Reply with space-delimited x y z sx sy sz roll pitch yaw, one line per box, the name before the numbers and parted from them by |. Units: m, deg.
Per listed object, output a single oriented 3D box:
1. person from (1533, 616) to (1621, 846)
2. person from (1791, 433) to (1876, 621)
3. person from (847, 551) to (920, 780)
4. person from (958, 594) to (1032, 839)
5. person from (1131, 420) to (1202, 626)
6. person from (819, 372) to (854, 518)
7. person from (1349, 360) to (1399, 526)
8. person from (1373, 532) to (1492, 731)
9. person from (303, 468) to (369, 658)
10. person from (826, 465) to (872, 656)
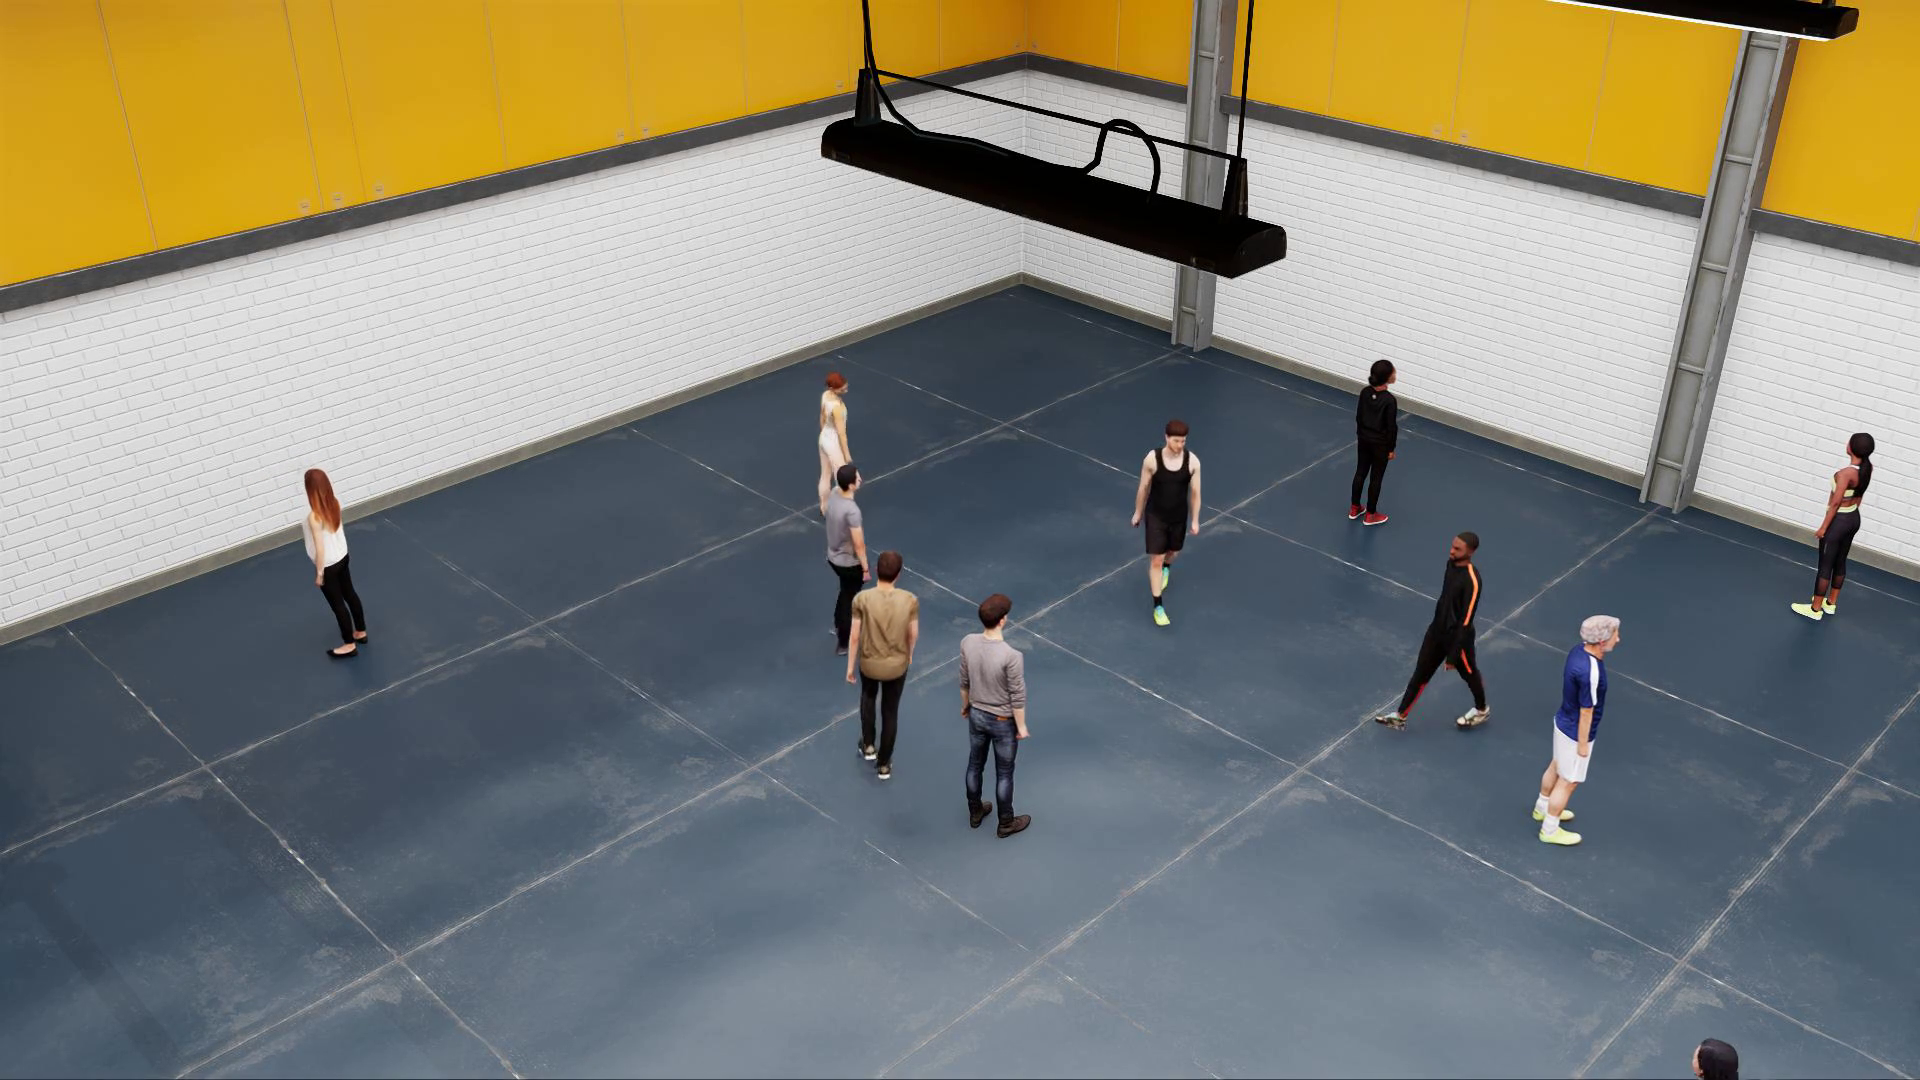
person | 4.332 1.315 11.706 0.729 1.835 0.709 6 29 10
person | 7.647 -0.124 14.428 0.616 1.755 0.604 -14 32 -24
person | -0.563 0.980 12.327 0.867 1.829 0.926 -2 29 -4
person | 0.225 1.248 11.757 0.571 1.905 0.786 19 34 30
person | 1.805 -0.259 14.578 1.233 1.848 1.303 1 29 2
person | -1.269 -0.919 16.029 0.837 1.617 0.572 -22 36 -35
person | 3.993 -0.947 16.021 0.674 1.673 0.470 -21 35 -34
person | 3.894 0.740 12.840 1.134 1.759 1.249 -7 29 -13
person | -5.240 0.182 13.902 0.682 1.722 0.652 4 29 7
person | -1.025 0.182 13.880 0.782 1.742 0.644 -16 32 -27
